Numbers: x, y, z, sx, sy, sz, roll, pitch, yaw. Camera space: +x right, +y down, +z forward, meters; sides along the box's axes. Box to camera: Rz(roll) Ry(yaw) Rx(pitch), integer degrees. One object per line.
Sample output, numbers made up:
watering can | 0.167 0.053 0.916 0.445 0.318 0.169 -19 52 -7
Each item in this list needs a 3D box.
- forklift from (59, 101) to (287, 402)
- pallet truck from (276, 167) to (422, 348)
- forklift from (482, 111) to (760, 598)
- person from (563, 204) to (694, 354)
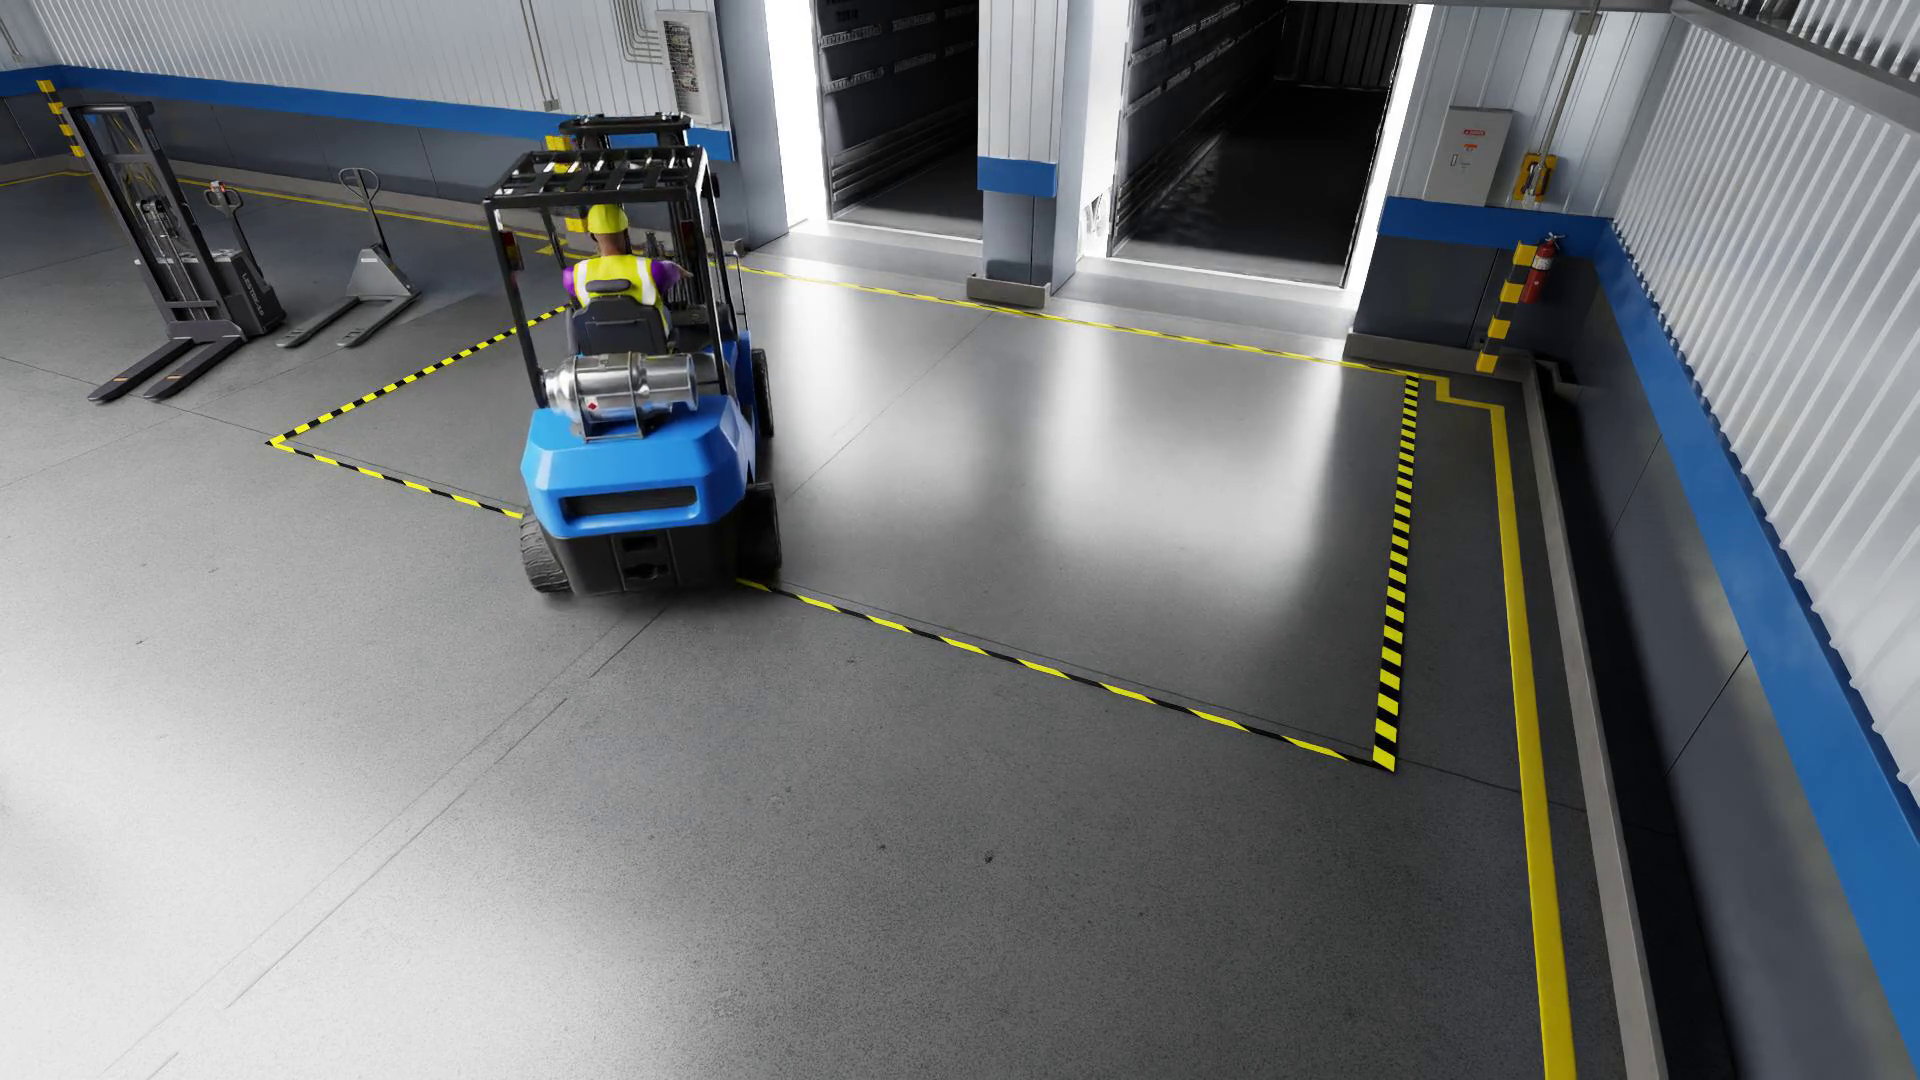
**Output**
forklift | -6.686 -2.387 7.434 0.823 1.965 1.885 -3 35 -5
pallet truck | -5.732 -2.611 8.414 0.680 1.201 1.601 -1 35 -1
forklift | -1.901 -1.240 5.484 1.157 2.036 2.680 -6 35 -8
person | -1.905 -1.428 5.426 0.635 1.293 1.004 -6 35 -8
